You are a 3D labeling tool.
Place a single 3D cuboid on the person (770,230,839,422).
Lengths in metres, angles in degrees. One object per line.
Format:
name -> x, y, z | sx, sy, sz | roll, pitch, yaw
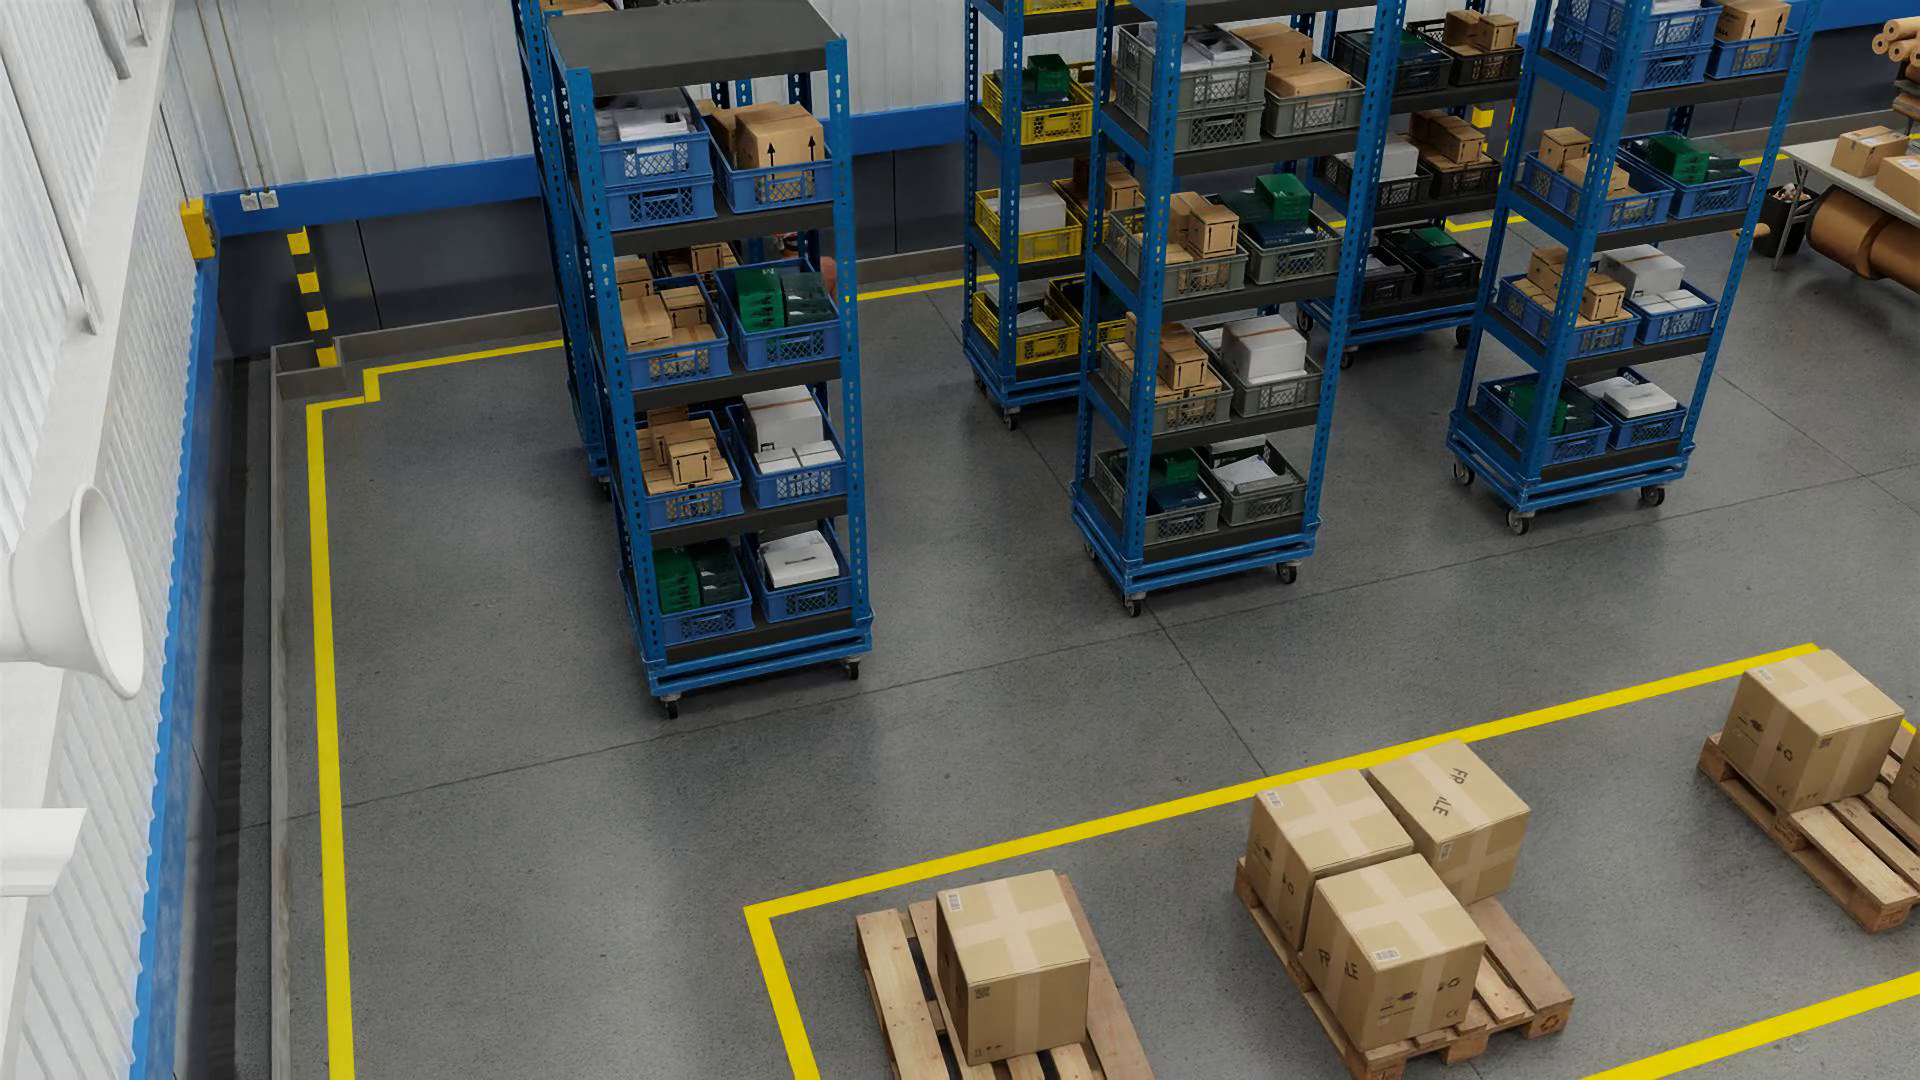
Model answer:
person -> -0.989, -1.111, 10.140 | 0.625, 1.980, 0.411 | -29, 44, -34
